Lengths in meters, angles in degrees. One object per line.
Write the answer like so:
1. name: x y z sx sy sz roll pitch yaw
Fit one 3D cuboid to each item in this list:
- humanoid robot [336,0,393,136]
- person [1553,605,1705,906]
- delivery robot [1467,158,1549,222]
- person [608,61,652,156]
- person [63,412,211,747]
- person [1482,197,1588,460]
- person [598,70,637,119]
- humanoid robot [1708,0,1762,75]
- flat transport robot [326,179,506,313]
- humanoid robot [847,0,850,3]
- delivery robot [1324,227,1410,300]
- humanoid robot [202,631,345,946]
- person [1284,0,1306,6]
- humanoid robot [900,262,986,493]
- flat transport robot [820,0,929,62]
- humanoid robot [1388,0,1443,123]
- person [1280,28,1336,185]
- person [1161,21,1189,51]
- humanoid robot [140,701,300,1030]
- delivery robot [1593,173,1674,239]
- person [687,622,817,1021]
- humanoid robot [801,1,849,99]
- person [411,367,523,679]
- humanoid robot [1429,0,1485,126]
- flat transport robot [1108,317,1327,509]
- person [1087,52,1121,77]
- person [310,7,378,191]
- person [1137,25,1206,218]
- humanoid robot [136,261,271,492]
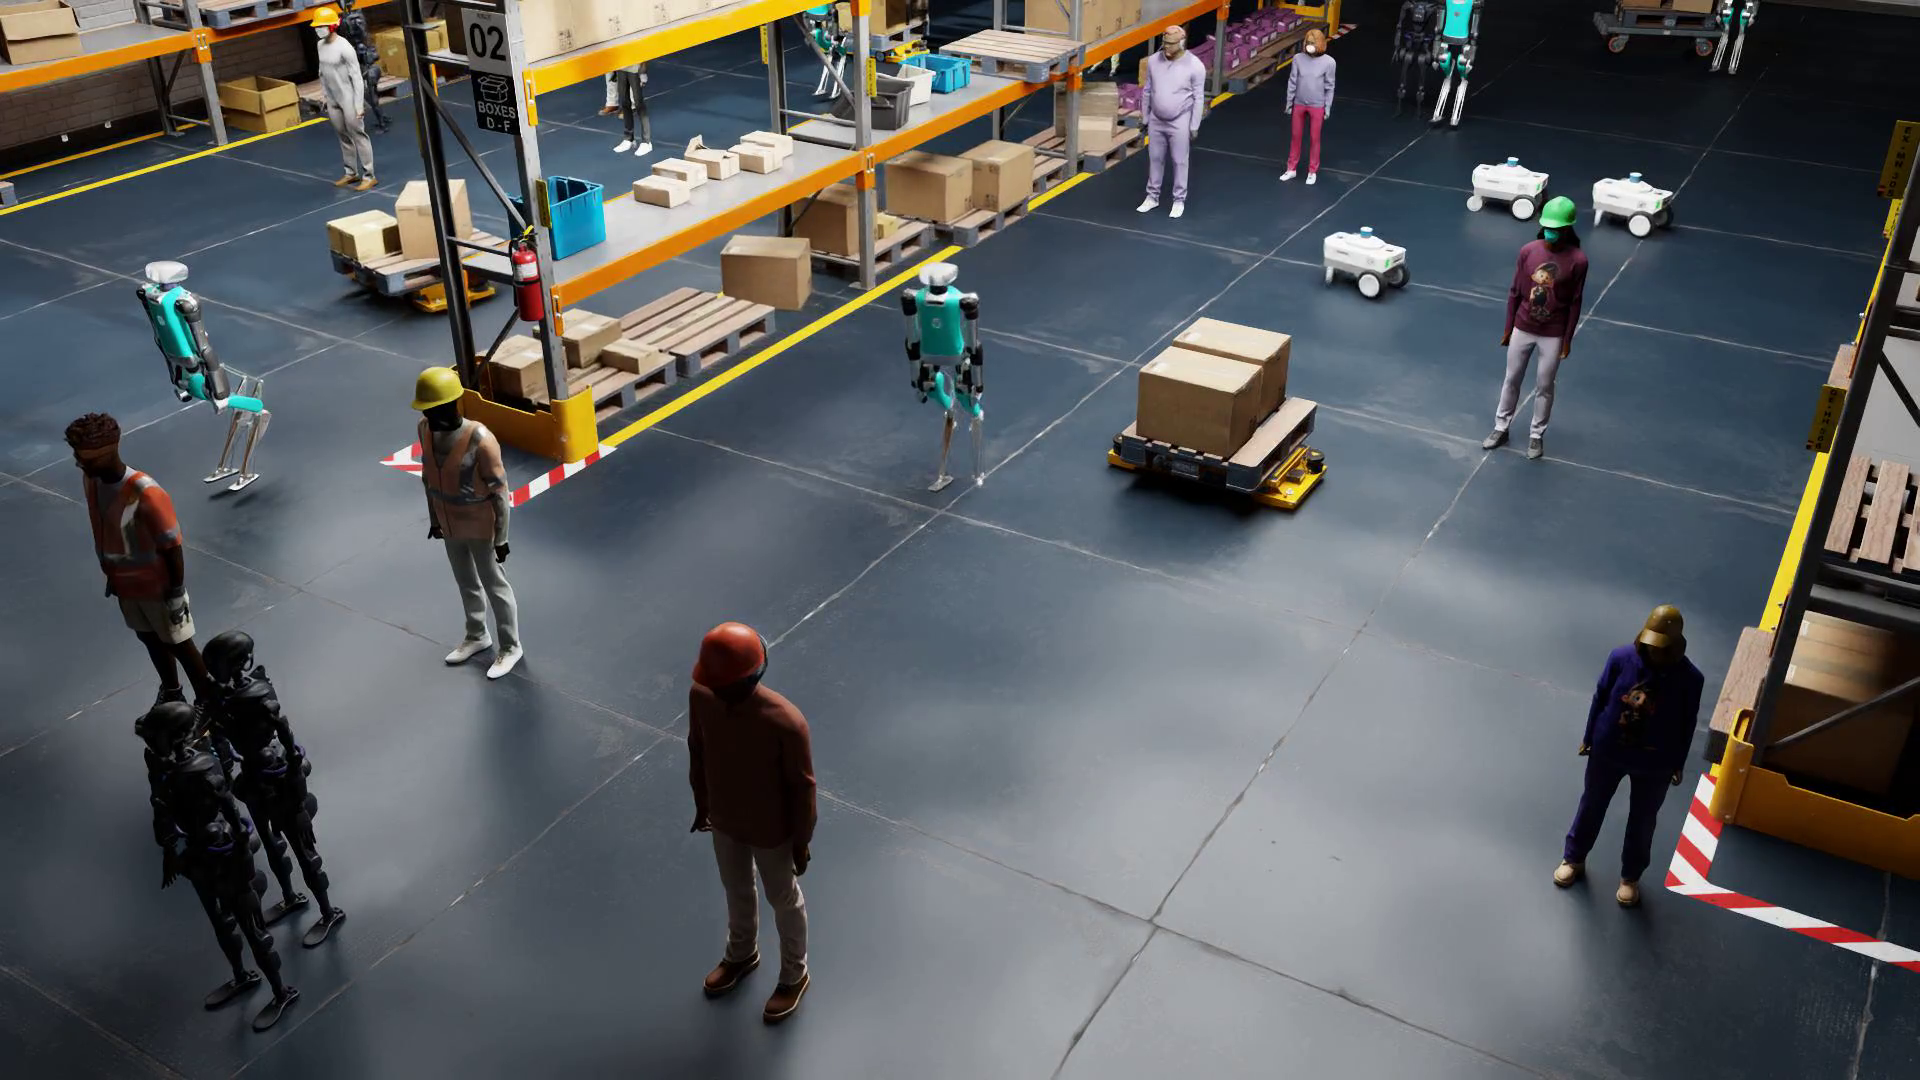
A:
1. humanoid robot: -6.893 -5.568 19.369 0.476 1.644 0.612 -21 36 -33
2. person: 3.148 1.007 7.779 0.465 1.622 0.351 16 33 27
3. delivery robot: 5.622 -3.624 17.034 0.739 0.566 0.499 16 33 27
4. person: -3.715 -5.254 18.615 0.529 1.864 0.309 16 33 27
5. person: -4.345 0.212 8.845 0.611 1.961 0.362 16 33 27
6. person: 4.161 -1.525 11.932 0.498 1.949 0.426 16 33 27
7. person: -4.163 -6.036 19.925 0.634 1.937 0.353 16 33 27
8. humanoid robot: 10.112 -6.917 21.552 0.533 1.675 0.735 16 33 27
9. flat transport robot: -4.934 -2.409 15.203 1.431 0.231 0.659 25 38 37
10. humanoid robot: -1.620 -8.948 25.325 0.599 1.657 0.315 16 33 27
11. delivery robot: 3.690 -2.536 15.142 0.770 0.599 0.513 25 38 37
12. humanoid robot: -3.124 1.120 7.518 0.599 1.655 0.315 16 33 27
13. person: 5.217 -9.154 25.532 0.524 1.844 0.322 16 33 27
14. humanoid robot: -0.054 -1.142 11.497 0.550 1.792 0.812 7 30 12
15. flat transport robot: -1.198 -6.841 23.043 1.431 0.231 0.659 16 33 27
16. humanoid robot: 5.453 -5.829 19.808 0.599 1.657 0.315 16 33 27
17. person: 3.715 -4.618 17.721 0.506 1.631 0.267 16 33 27
18. person: 2.976 -7.545 22.780 0.571 1.748 0.342 16 33 27
19. humanoid robot: -3.162 1.377 7.062 0.599 1.655 0.315 16 33 27
20. delivery robot: 6.706 -3.345 16.572 0.770 0.599 0.513 25 38 37
21. person: -0.899 1.195 7.079 0.621 1.989 0.396 16 33 27
22. humanoid robot: -1.603 -6.318 20.491 0.533 1.677 0.735 16 33 27
23. person: -2.804 -0.094 9.425 0.592 1.924 0.381 16 33 27
24. humanoid robot: 5.831 -5.721 19.434 0.533 1.677 0.735 16 33 27
25. flat transport robot: 1.852 -0.590 11.985 1.431 0.231 0.659 16 33 27
26. person: 1.936 -6.971 21.763 0.571 1.748 0.342 16 33 27
27. person: -6.494 -4.626 17.475 0.582 1.894 0.375 16 33 27
28. person: 2.100 -4.195 16.703 0.650 1.904 0.405 16 33 27
29. humanoid robot: -5.067 -1.170 11.383 0.533 1.677 0.735 16 33 27
